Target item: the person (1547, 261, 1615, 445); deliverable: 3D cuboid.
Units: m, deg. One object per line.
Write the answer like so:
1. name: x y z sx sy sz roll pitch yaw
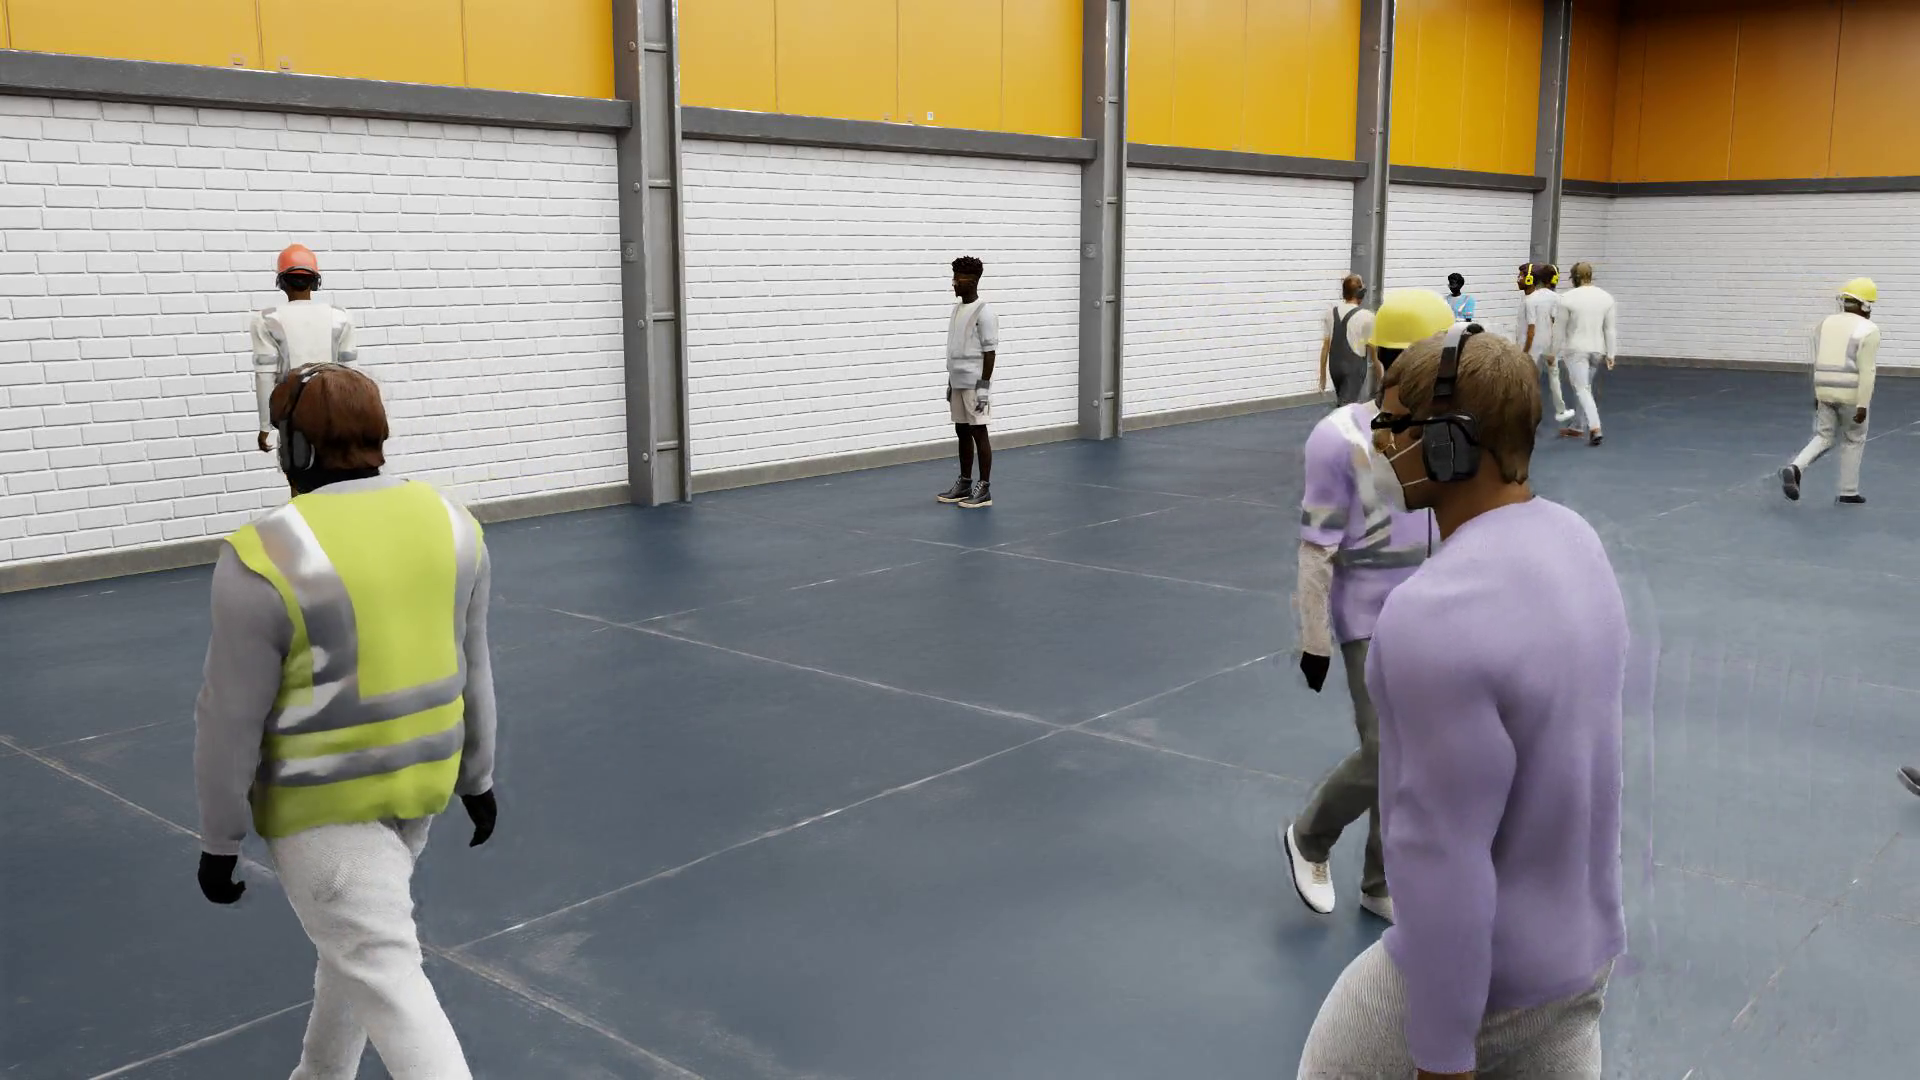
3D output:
1. person: 6.496 -1.937 17.259 0.628 1.899 0.946 -3 10 -18

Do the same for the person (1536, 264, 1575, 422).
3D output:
1. person: 6.773 -2.257 19.238 0.924 1.828 0.544 -8 13 -38

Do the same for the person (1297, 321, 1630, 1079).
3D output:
1. person: 0.718 0.627 2.593 0.791 1.912 0.654 9 13 42

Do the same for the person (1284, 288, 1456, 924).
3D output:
1. person: 1.259 0.230 4.858 0.594 1.913 0.436 -6 12 -33

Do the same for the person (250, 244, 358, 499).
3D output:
1. person: -3.938 -0.750 10.043 0.606 2.045 0.389 -7 12 -35

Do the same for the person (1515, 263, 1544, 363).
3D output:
1. person: 5.765 -1.880 16.974 0.328 1.872 0.513 4 11 22

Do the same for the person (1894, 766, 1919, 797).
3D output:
1. person: 3.752 0.169 5.568 0.955 1.784 0.605 9 13 41

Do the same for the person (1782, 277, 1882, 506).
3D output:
1. person: 6.822 -1.138 12.935 0.704 1.802 0.586 -4 11 -24

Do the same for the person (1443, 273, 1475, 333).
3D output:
1. person: 6.687 -2.761 22.498 0.319 1.694 0.532 -9 14 -43

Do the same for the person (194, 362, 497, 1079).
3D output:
1. person: -1.251 0.529 3.475 0.944 1.801 0.639 6 11 29

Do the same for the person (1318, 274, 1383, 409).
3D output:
1. person: 3.512 -1.469 14.874 0.992 1.790 0.522 -8 13 -39

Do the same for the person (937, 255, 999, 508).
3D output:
1. person: 0.068 -1.241 13.060 0.367 1.966 0.603 -6 11 -29
